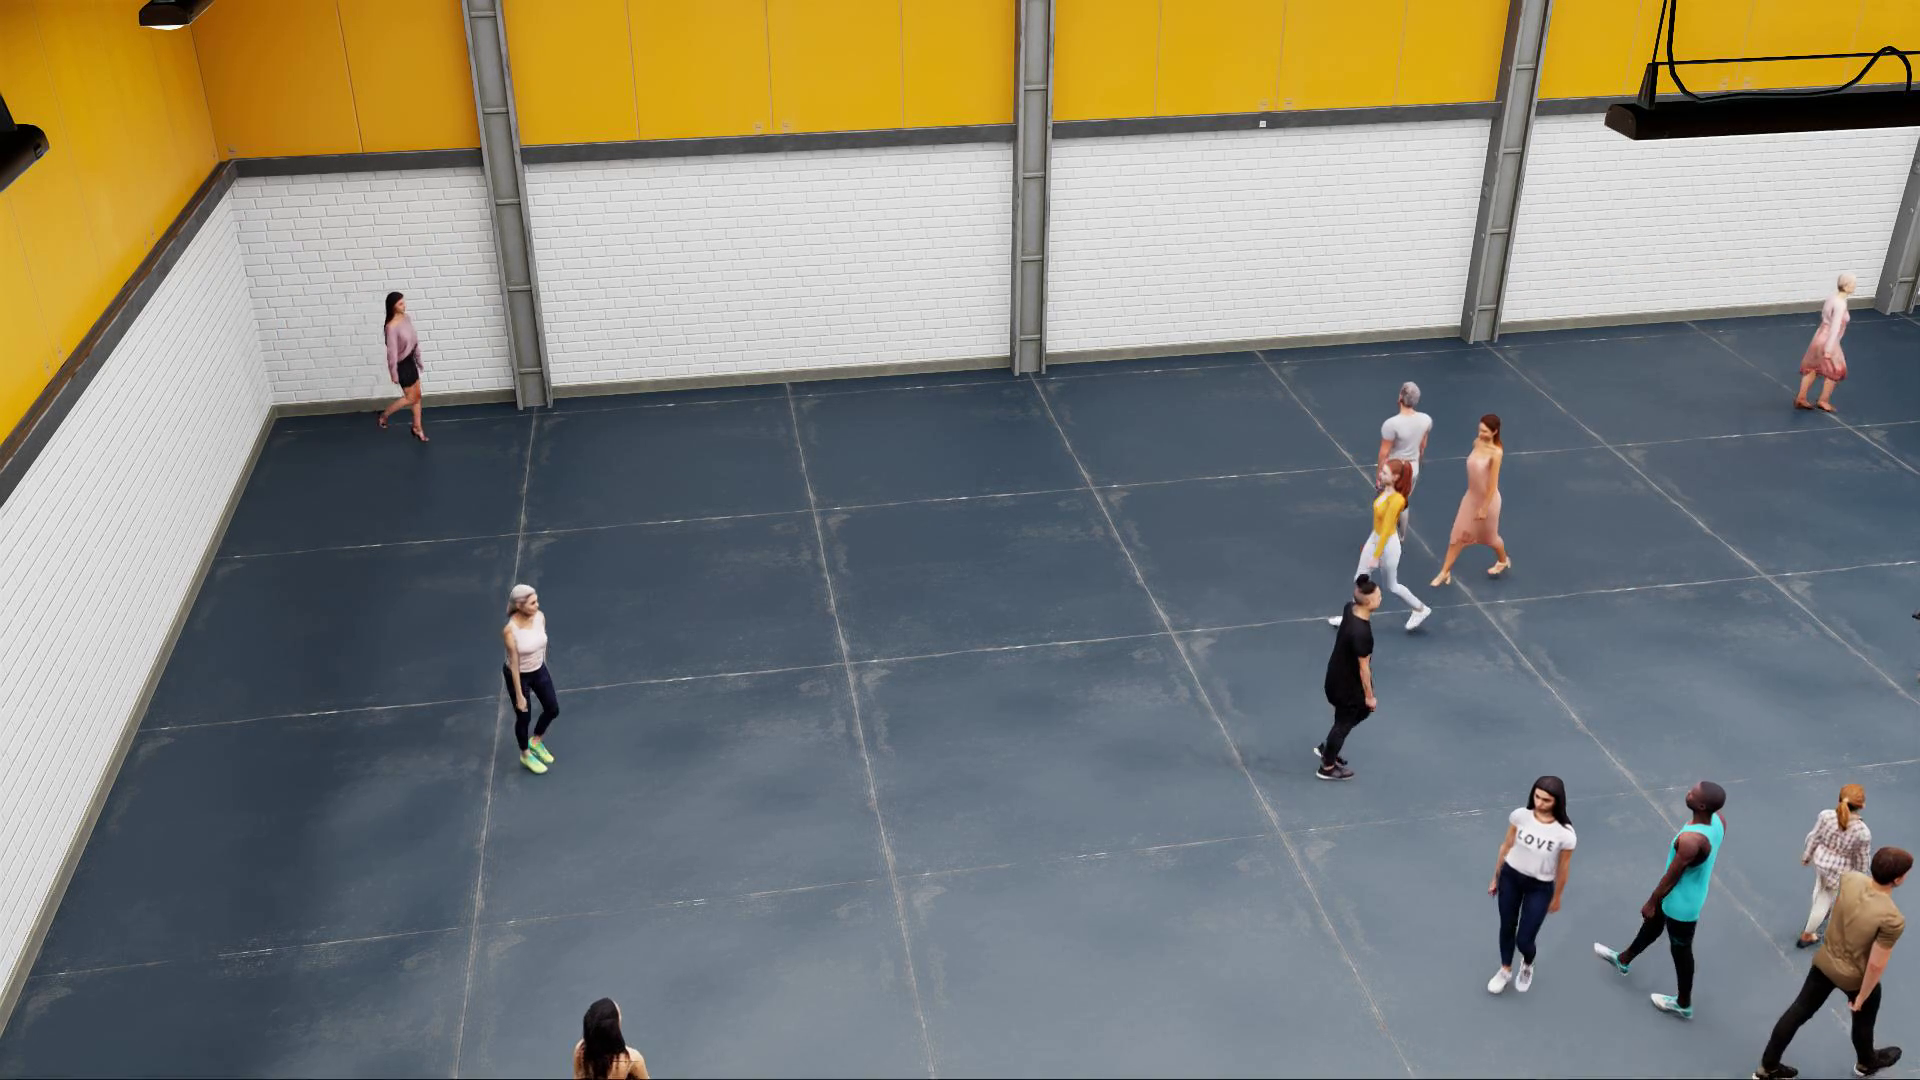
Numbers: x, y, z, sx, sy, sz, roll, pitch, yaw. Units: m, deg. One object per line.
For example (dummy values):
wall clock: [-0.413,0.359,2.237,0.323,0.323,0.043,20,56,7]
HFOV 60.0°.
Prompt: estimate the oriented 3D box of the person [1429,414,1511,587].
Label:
person: [5.001,-0.360,15.651,1.172,1.785,0.794,-10,30,-17]

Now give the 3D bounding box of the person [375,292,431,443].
person: [-6.259,-1.896,18.457,0.926,1.794,0.799,2,29,4]

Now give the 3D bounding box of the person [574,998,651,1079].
person: [-1.907,3.261,9.097,0.951,1.704,0.924,11,30,19]

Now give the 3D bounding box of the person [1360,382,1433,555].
person: [4.293,-0.627,16.120,0.599,1.805,0.795,-15,32,-25]

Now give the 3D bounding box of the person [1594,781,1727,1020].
person: [4.733,2.350,10.678,1.034,1.790,1.024,24,37,37]

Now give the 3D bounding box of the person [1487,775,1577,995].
person: [3.756,2.237,10.912,0.740,1.764,0.791,24,37,37]

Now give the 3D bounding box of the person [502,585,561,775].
person: [-3.485,1.074,13.123,0.785,1.688,0.729,19,34,31]

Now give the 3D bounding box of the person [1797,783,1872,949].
person: [5.927,2.253,11.379,0.808,1.290,0.709,-18,34,-30]

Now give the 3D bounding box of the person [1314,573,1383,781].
person: [2.942,1.064,12.967,0.768,1.855,0.785,6,29,10]

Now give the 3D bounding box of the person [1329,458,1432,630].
person: [3.886,0.088,14.895,1.157,1.723,0.698,0,29,-1]

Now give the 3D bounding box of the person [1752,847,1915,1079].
person: [5.307,2.636,10.137,1.234,1.806,0.768,-8,30,-15]

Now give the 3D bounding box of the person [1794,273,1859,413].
person: [9.969,-2.278,19.282,0.809,1.675,0.747,4,29,8]
